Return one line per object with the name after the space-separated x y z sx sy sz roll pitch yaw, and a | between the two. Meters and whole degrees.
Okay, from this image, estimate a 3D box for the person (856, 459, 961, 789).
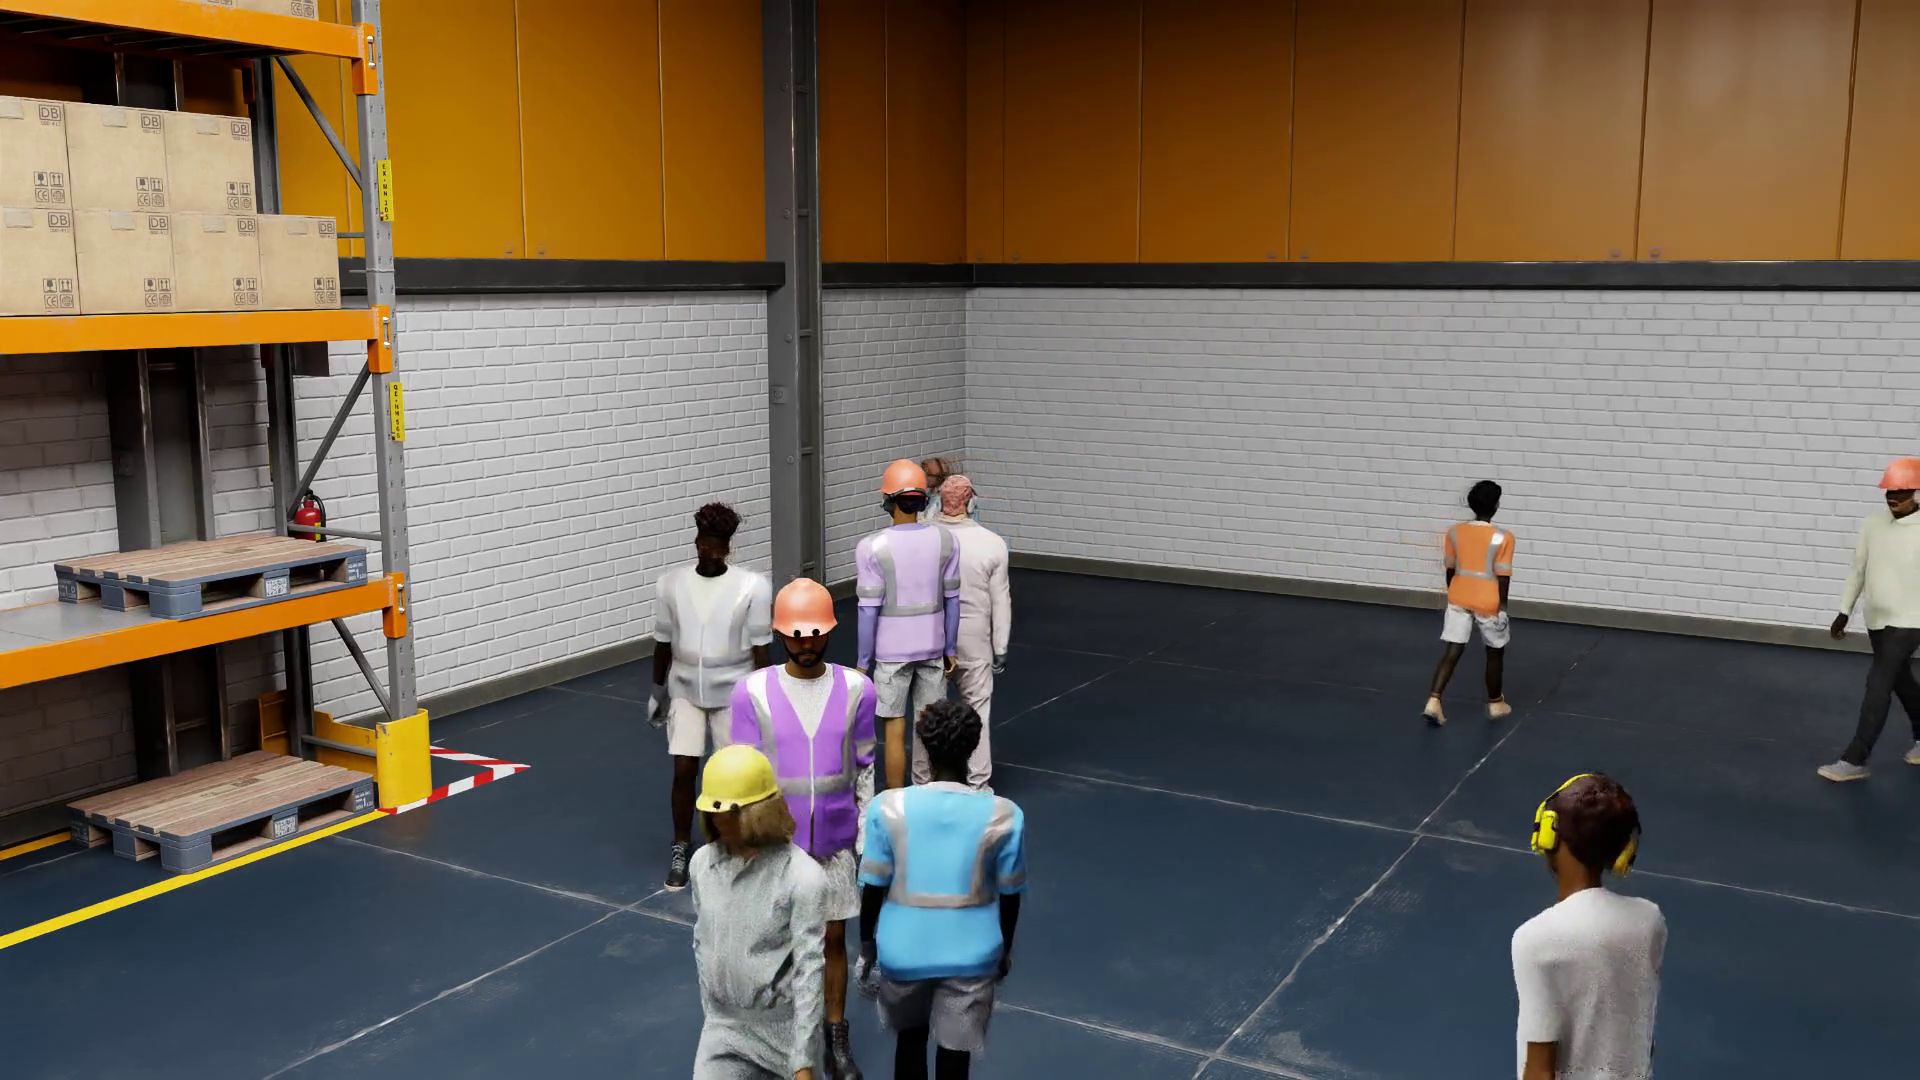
-0.293 0.586 8.955 0.605 2.045 0.377 -5 10 -27 | person

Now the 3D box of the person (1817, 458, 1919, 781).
5.691 0.464 10.048 1.058 1.952 0.608 -3 9 -16 | person

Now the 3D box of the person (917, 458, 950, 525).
-0.251 0.175 12.853 0.735 1.611 0.551 -6 11 -32 | person

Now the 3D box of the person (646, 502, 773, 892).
-1.245 0.736 8.421 0.659 1.935 0.795 1 9 8 | person

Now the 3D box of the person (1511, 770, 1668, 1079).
1.504 1.481 4.023 0.550 1.829 0.481 -4 10 -26 | person

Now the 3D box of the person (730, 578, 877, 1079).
-0.563 1.092 6.126 0.544 1.939 0.354 -2 9 -15 | person

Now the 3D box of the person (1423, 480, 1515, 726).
3.429 0.426 11.143 0.846 1.665 0.536 -8 12 -42 | person

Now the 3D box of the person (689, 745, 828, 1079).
-0.565 1.407 4.886 0.496 1.707 0.867 4 10 25 | person

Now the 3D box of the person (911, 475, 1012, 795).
-0.022 0.574 9.497 0.649 1.898 0.400 2 9 9 | person

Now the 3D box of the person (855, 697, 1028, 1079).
-0.056 1.339 5.423 0.548 1.654 0.646 1 9 3 | person
